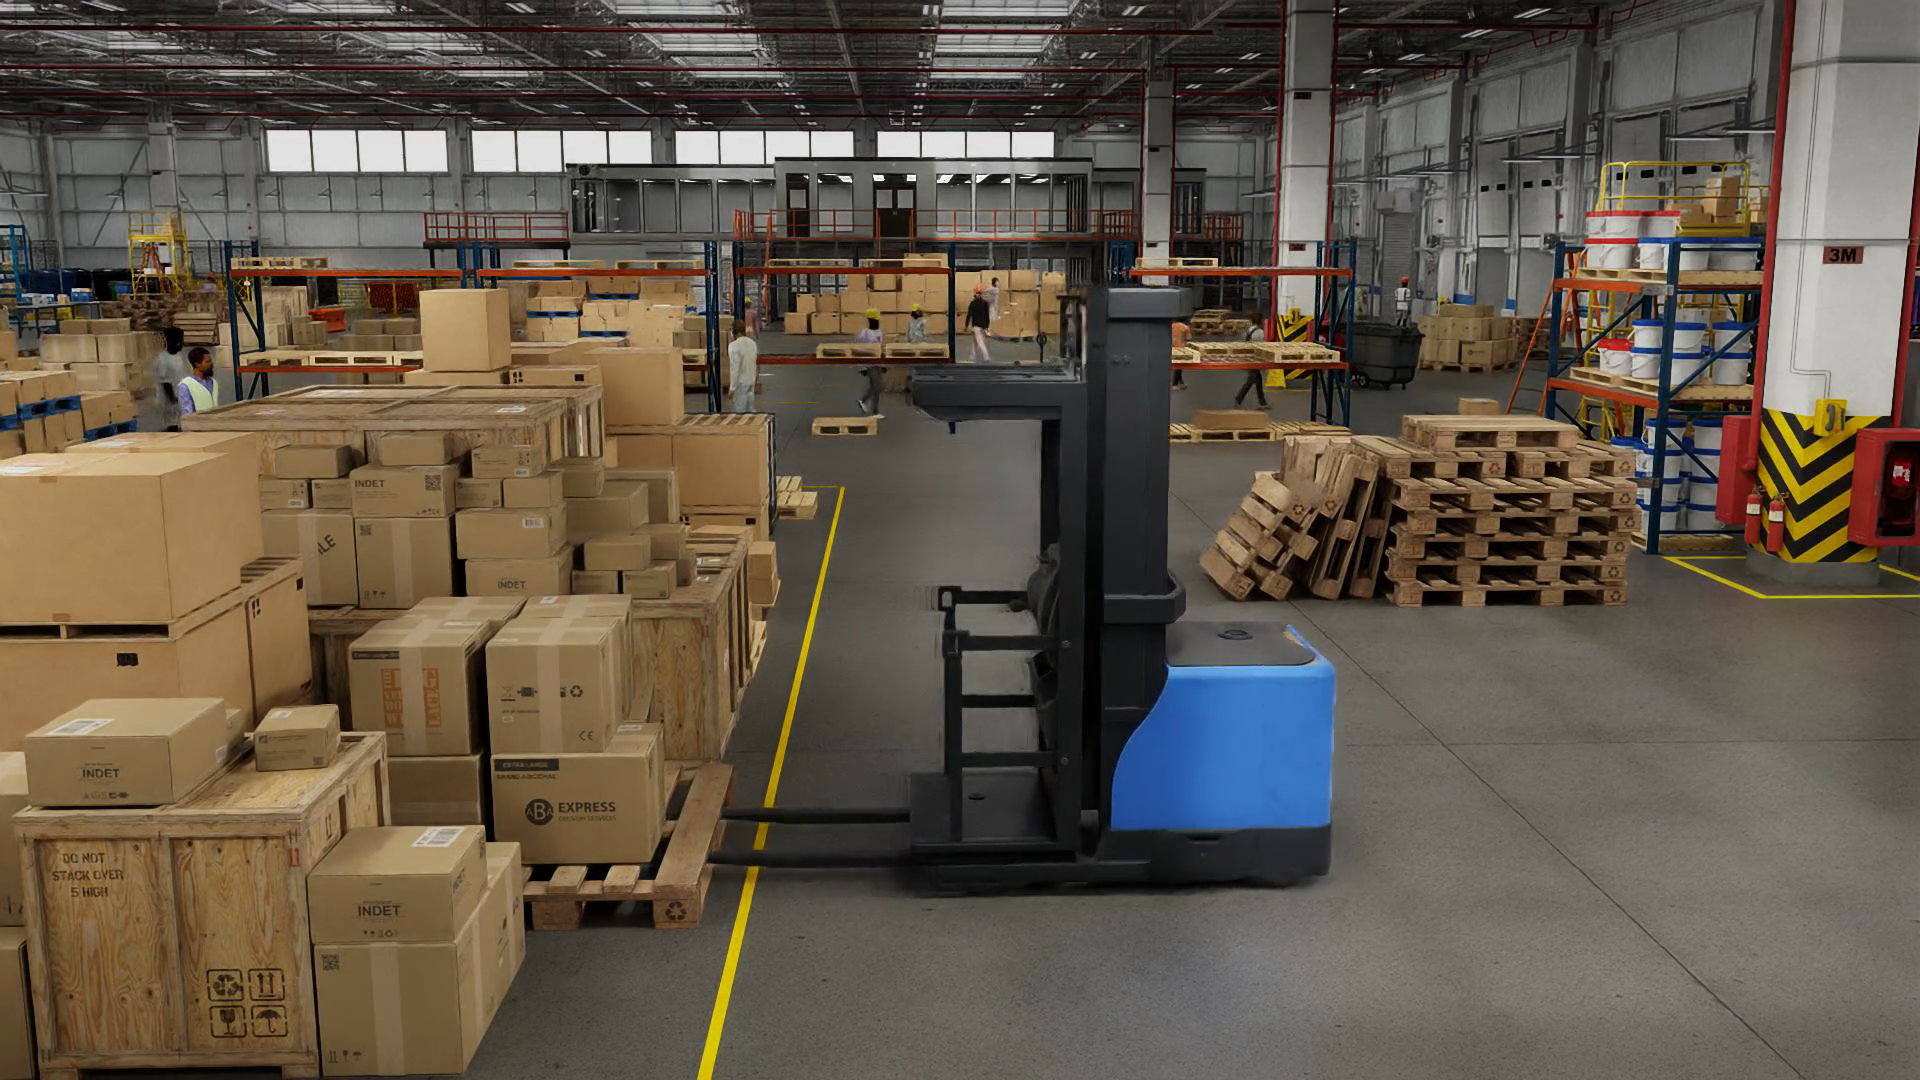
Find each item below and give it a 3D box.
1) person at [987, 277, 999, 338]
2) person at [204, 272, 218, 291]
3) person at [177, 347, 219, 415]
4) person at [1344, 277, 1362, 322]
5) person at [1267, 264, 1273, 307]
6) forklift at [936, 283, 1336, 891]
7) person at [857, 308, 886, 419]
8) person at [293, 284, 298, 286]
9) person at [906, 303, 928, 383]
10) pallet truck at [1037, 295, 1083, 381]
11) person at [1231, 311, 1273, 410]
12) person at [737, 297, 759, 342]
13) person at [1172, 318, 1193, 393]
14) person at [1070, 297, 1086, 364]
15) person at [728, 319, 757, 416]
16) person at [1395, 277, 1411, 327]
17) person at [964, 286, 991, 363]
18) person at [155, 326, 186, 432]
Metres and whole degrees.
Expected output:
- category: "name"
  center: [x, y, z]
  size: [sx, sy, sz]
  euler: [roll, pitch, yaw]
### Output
- category: "person"
  center: [1.047, -7.309, 52.367]
  size: [0.379, 1.931, 0.625]
  euler: [4, 11, 21]
- category: "person"
  center: [-24.439, -7.750, 54.538]
  size: [0.615, 2.014, 0.768]
  euler: [5, 11, 24]
- category: "person"
  center: [-8.077, -1.093, 17.752]
  size: [0.391, 1.919, 0.591]
  euler: [1, 10, 6]
- category: "person"
  center: [12.667, -7.554, 53.735]
  size: [0.811, 1.928, 0.617]
  euler: [-10, 14, -44]
- category: "person"
  center: [14.571, -11.889, 77.678]
  size: [0.388, 1.996, 0.612]
  euler: [10, 14, 43]
- category: "forklift"
  center: [0.809, 0.169, 8.039]
  size: [1.873, 2.768, 1.129]
  euler: [0, 10, -2]
- category: "person"
  center: [-1.514, -3.041, 28.625]
  size: [0.564, 1.910, 0.613]
  euler: [6, 12, 29]
- category: "person"
  center: [-18.350, -6.156, 46.089]
  size: [0.518, 1.872, 0.326]
  euler: [-5, 11, -24]
- category: "person"
  center: [-0.897, -4.258, 35.929]
  size: [0.490, 1.723, 0.717]
  euler: [7, 12, 35]
- category: "pallet truck"
  center: [2.483, -3.881, 33.060]
  size: [1.885, 1.965, 0.823]
  euler: [-7, 13, -36]
- category: "person"
  center: [5.251, -3.214, 29.887]
  size: [0.931, 1.813, 0.519]
  euler: [-5, 11, -25]
- category: "person"
  center: [-4.994, -4.807, 38.910]
  size: [0.528, 1.747, 0.598]
  euler: [-3, 11, -18]
- category: "person"
  center: [4.521, -3.829, 33.670]
  size: [0.554, 1.661, 0.806]
  euler: [10, 14, 43]
- category: "person"
  center: [2.775, -4.494, 36.984]
  size: [0.642, 1.820, 0.659]
  euler: [-3, 11, -18]
- category: "person"
  center: [-3.131, -2.209, 23.916]
  size: [0.353, 1.936, 0.635]
  euler: [5, 11, 24]
- category: "person"
  center: [13.839, -7.226, 51.868]
  size: [0.371, 1.933, 0.553]
  euler: [-8, 13, -36]
- category: "person"
  center: [0.459, -5.325, 41.270]
  size: [1.011, 1.947, 0.612]
  euler: [9, 14, 41]
- category: "person"
  center: [-10.331, -1.842, 21.878]
  size: [0.448, 1.936, 0.609]
  euler: [0, 10, -2]
